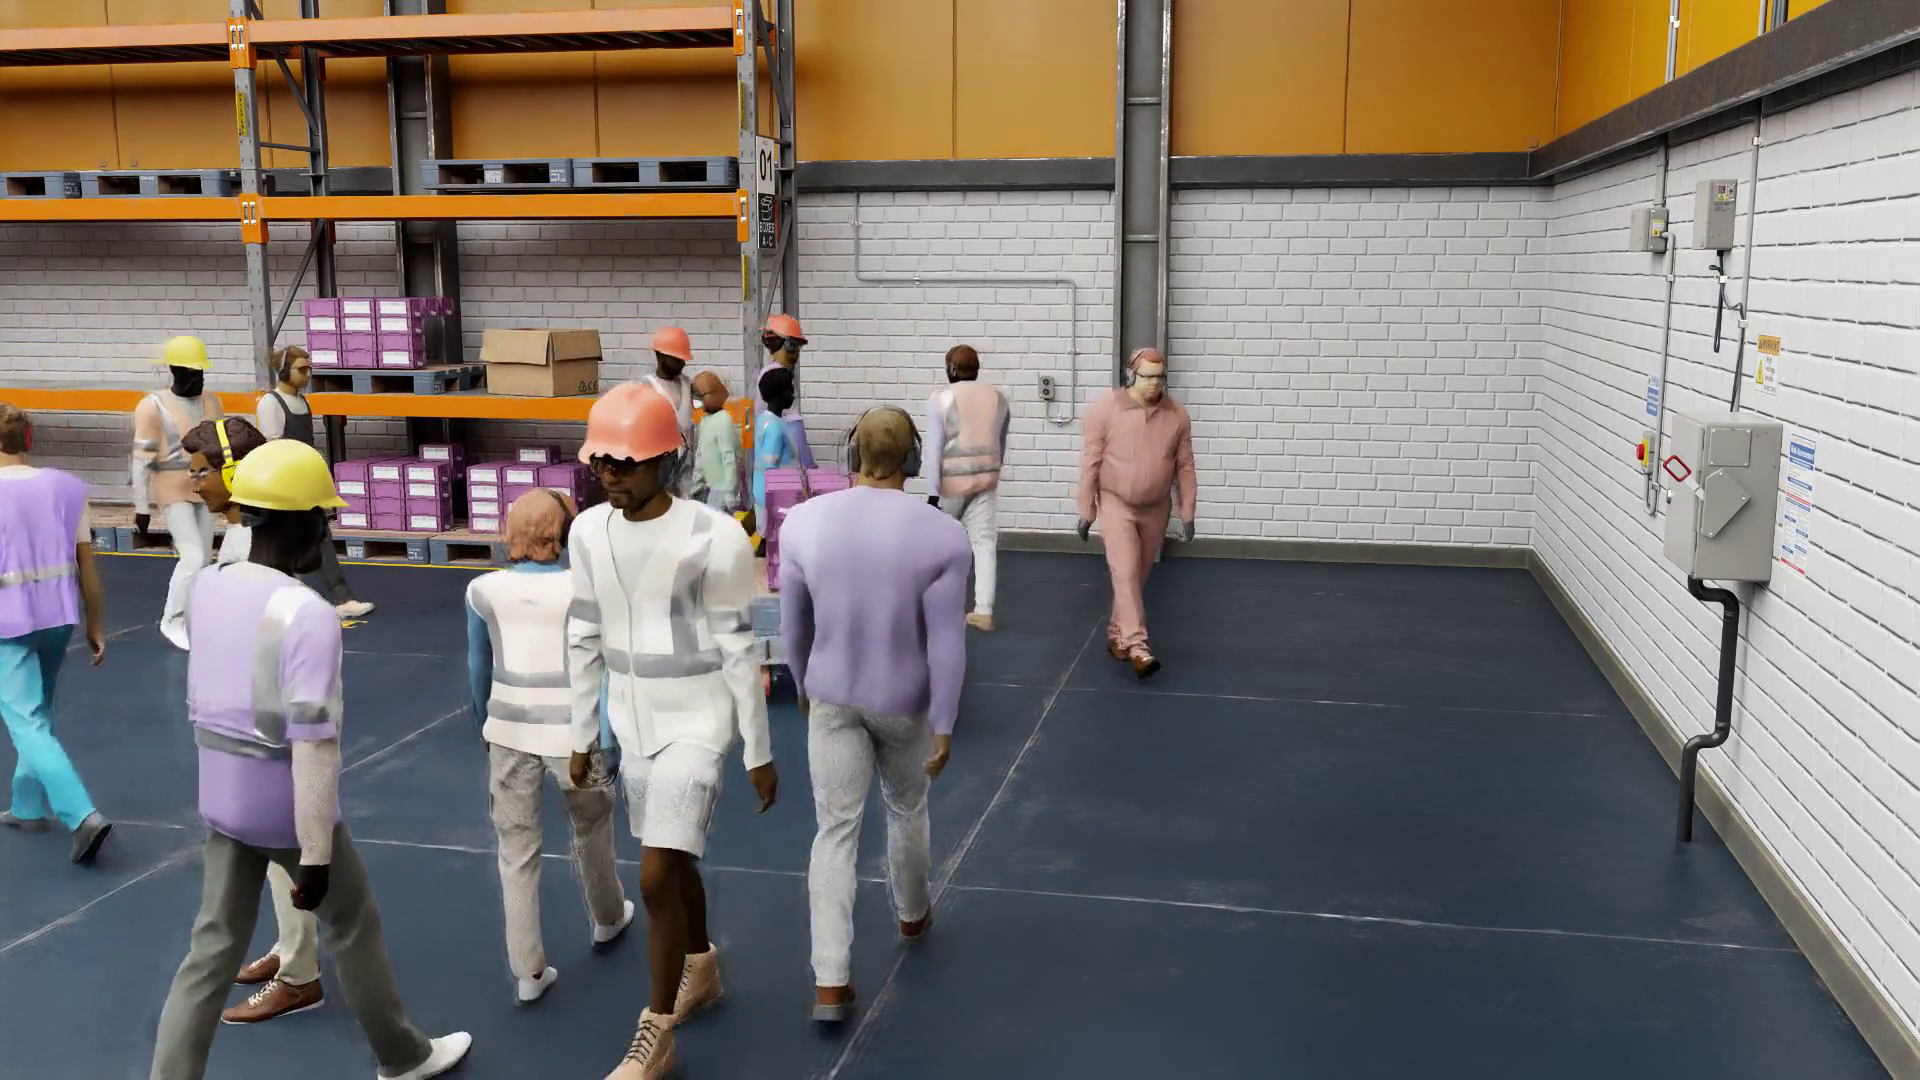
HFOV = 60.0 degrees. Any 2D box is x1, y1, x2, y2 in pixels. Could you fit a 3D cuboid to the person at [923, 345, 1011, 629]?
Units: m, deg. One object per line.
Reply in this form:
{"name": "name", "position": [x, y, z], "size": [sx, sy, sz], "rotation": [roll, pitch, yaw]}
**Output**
{"name": "person", "position": [-0.009, -0.359, 10.797], "size": [0.653, 1.794, 0.924], "rotation": [-5, 11, -27]}

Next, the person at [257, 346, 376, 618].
{"name": "person", "position": [-4.358, -0.354, 10.803], "size": [0.960, 1.801, 0.517], "rotation": [2, 10, 14]}

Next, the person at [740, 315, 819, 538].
{"name": "person", "position": [-1.295, -0.558, 11.472], "size": [1.089, 1.982, 0.640], "rotation": [-1, 10, -8]}

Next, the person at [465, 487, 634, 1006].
{"name": "person", "position": [-1.312, 0.625, 5.414], "size": [0.523, 1.605, 0.775], "rotation": [1, 9, 4]}

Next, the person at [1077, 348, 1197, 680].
{"name": "person", "position": [1.032, -0.156, 9.429], "size": [0.655, 1.843, 1.024], "rotation": [-3, 10, -17]}

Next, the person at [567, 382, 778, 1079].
{"name": "person", "position": [-0.869, 0.557, 4.686], "size": [0.676, 1.988, 0.924], "rotation": [5, 11, 30]}

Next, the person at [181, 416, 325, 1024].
{"name": "person", "position": [-2.170, 0.551, 5.124], "size": [0.328, 1.865, 0.521], "rotation": [-3, 10, -18]}

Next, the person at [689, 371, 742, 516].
{"name": "person", "position": [-1.606, -0.316, 11.056], "size": [0.397, 1.614, 0.532], "rotation": [-3, 10, -19]}

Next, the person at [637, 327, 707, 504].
{"name": "person", "position": [-1.949, -0.488, 11.265], "size": [0.460, 1.901, 0.578], "rotation": [7, 12, 36]}

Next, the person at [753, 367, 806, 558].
{"name": "person", "position": [-1.164, -0.278, 10.690], "size": [0.759, 1.665, 0.537], "rotation": [-2, 10, -11]}

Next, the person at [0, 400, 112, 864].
{"name": "person", "position": [-3.637, 0.353, 6.525], "size": [0.906, 1.806, 0.566], "rotation": [6, 11, 30]}

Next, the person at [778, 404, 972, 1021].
{"name": "person", "position": [-0.276, 0.513, 5.297], "size": [0.634, 1.889, 1.037], "rotation": [1, 9, 5]}

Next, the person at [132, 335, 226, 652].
{"name": "person", "position": [-4.582, -0.265, 9.904], "size": [0.444, 1.903, 0.621], "rotation": [3, 10, 19]}

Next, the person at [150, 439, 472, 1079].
{"name": "person", "position": [-1.785, 0.675, 4.339], "size": [0.605, 1.881, 0.981], "rotation": [5, 11, 29]}
